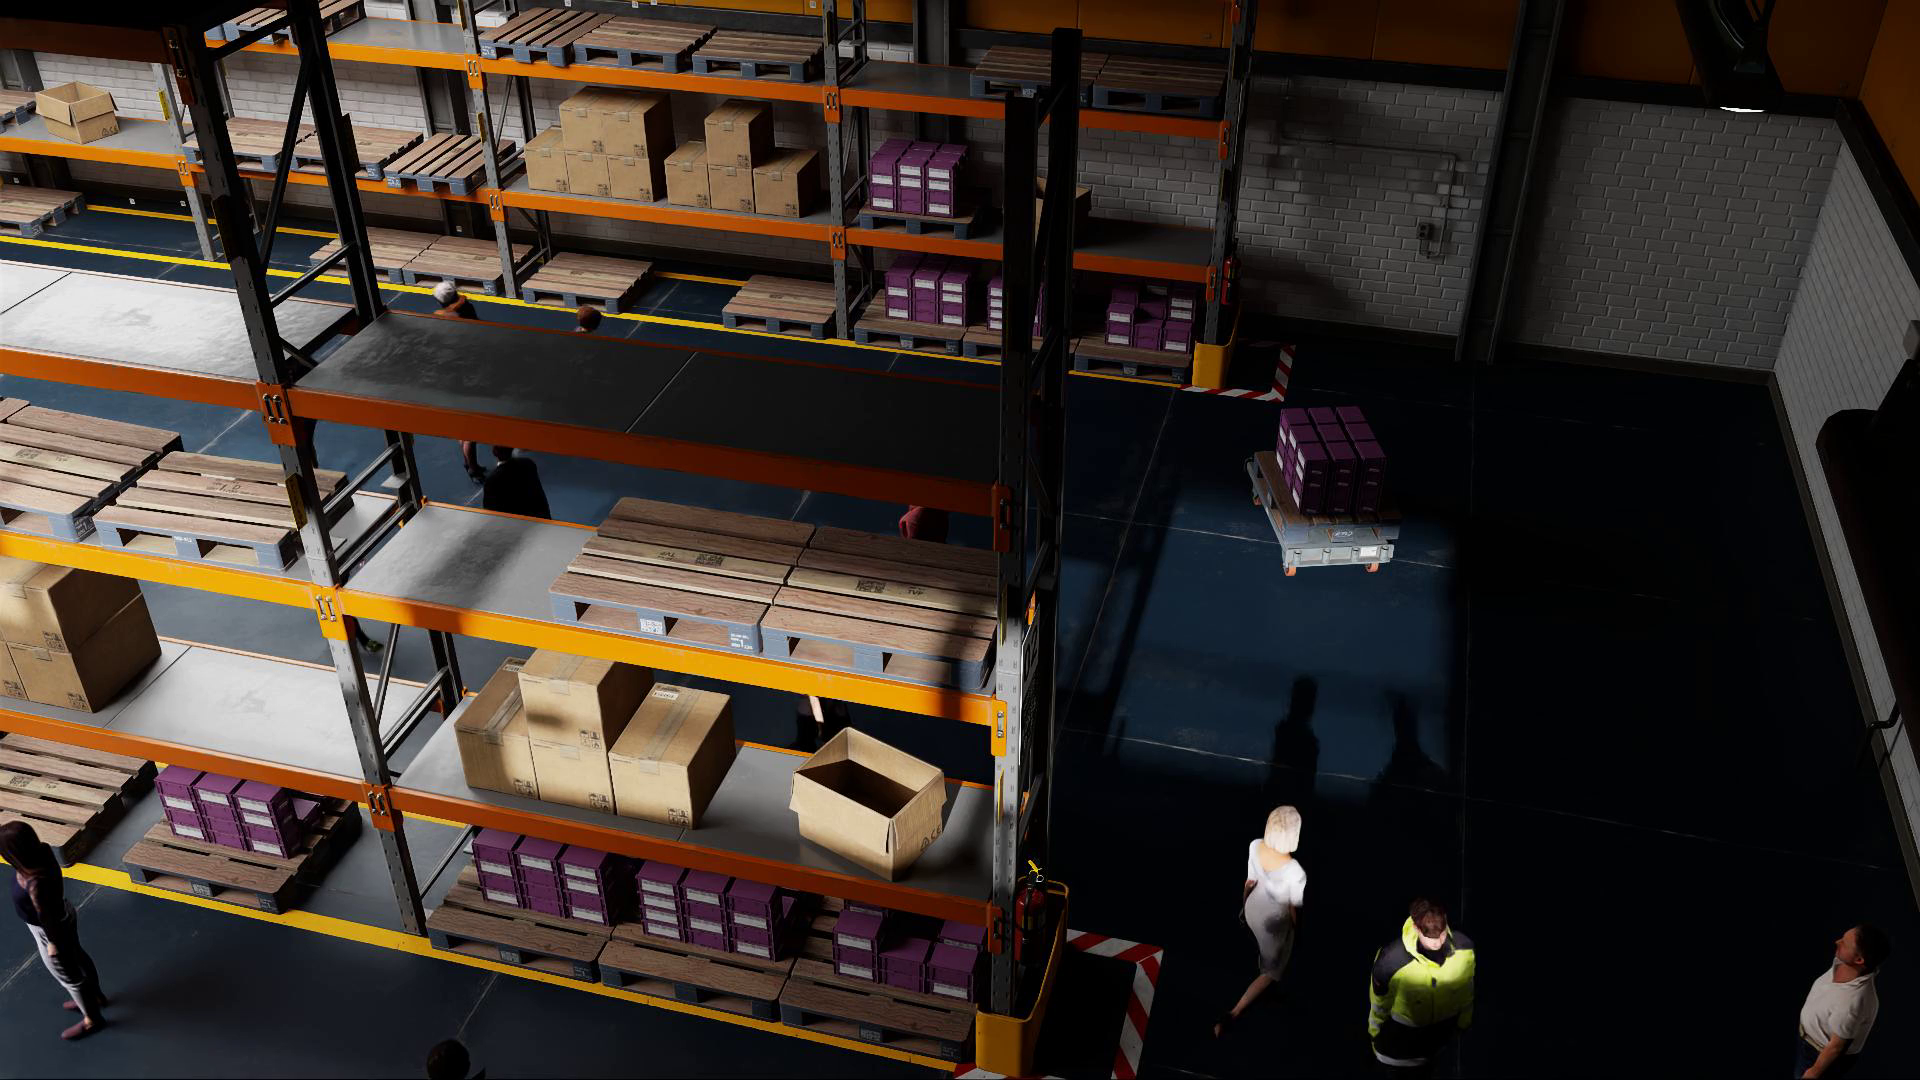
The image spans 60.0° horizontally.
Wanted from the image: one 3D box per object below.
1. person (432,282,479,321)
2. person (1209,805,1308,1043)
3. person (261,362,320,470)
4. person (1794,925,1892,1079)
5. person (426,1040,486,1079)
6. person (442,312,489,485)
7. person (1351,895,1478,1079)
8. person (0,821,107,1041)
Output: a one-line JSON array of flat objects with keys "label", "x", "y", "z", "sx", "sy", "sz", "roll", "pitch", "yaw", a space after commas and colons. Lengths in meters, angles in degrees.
[{"label": "person", "x": -4.730, "y": -1.721, "z": 16.052, "sx": 0.924, "sy": 1.613, "sz": 0.828, "roll": 26, "pitch": 42, "yaw": 34}, {"label": "person", "x": 1.804, "y": 2.312, "z": 9.881, "sx": 1.014, "sy": 1.728, "sz": 0.994, "roll": -22, "pitch": 39, "yaw": -29}, {"label": "person", "x": -5.976, "y": -1.114, "z": 15.092, "sx": 0.791, "sy": 1.665, "sz": 0.808, "roll": 21, "pitch": 39, "yaw": 28}, {"label": "person", "x": 4.728, "y": 2.780, "z": 9.062, "sx": 0.643, "sy": 1.856, "sz": 0.705, "roll": 16, "pitch": 37, "yaw": 22}, {"label": "person", "x": -2.537, "y": 3.212, "z": 8.588, "sx": 0.602, "sy": 1.661, "sz": 0.664, "roll": 25, "pitch": 41, "yaw": 32}, {"label": "person", "x": -4.592, "y": -1.322, "z": 15.369, "sx": 0.690, "sy": 1.706, "sz": 0.661, "roll": -13, "pitch": 36, "yaw": -19}, {"label": "person", "x": 2.487, "y": 2.592, "z": 9.266, "sx": 1.227, "sy": 1.942, "sz": 1.243, "roll": -16, "pitch": 37, "yaw": -22}, {"label": "person", "x": -5.450, "y": 2.316, "z": 9.986, "sx": 0.724, "sy": 1.605, "sz": 0.682, "roll": -15, "pitch": 36, "yaw": -21}]
